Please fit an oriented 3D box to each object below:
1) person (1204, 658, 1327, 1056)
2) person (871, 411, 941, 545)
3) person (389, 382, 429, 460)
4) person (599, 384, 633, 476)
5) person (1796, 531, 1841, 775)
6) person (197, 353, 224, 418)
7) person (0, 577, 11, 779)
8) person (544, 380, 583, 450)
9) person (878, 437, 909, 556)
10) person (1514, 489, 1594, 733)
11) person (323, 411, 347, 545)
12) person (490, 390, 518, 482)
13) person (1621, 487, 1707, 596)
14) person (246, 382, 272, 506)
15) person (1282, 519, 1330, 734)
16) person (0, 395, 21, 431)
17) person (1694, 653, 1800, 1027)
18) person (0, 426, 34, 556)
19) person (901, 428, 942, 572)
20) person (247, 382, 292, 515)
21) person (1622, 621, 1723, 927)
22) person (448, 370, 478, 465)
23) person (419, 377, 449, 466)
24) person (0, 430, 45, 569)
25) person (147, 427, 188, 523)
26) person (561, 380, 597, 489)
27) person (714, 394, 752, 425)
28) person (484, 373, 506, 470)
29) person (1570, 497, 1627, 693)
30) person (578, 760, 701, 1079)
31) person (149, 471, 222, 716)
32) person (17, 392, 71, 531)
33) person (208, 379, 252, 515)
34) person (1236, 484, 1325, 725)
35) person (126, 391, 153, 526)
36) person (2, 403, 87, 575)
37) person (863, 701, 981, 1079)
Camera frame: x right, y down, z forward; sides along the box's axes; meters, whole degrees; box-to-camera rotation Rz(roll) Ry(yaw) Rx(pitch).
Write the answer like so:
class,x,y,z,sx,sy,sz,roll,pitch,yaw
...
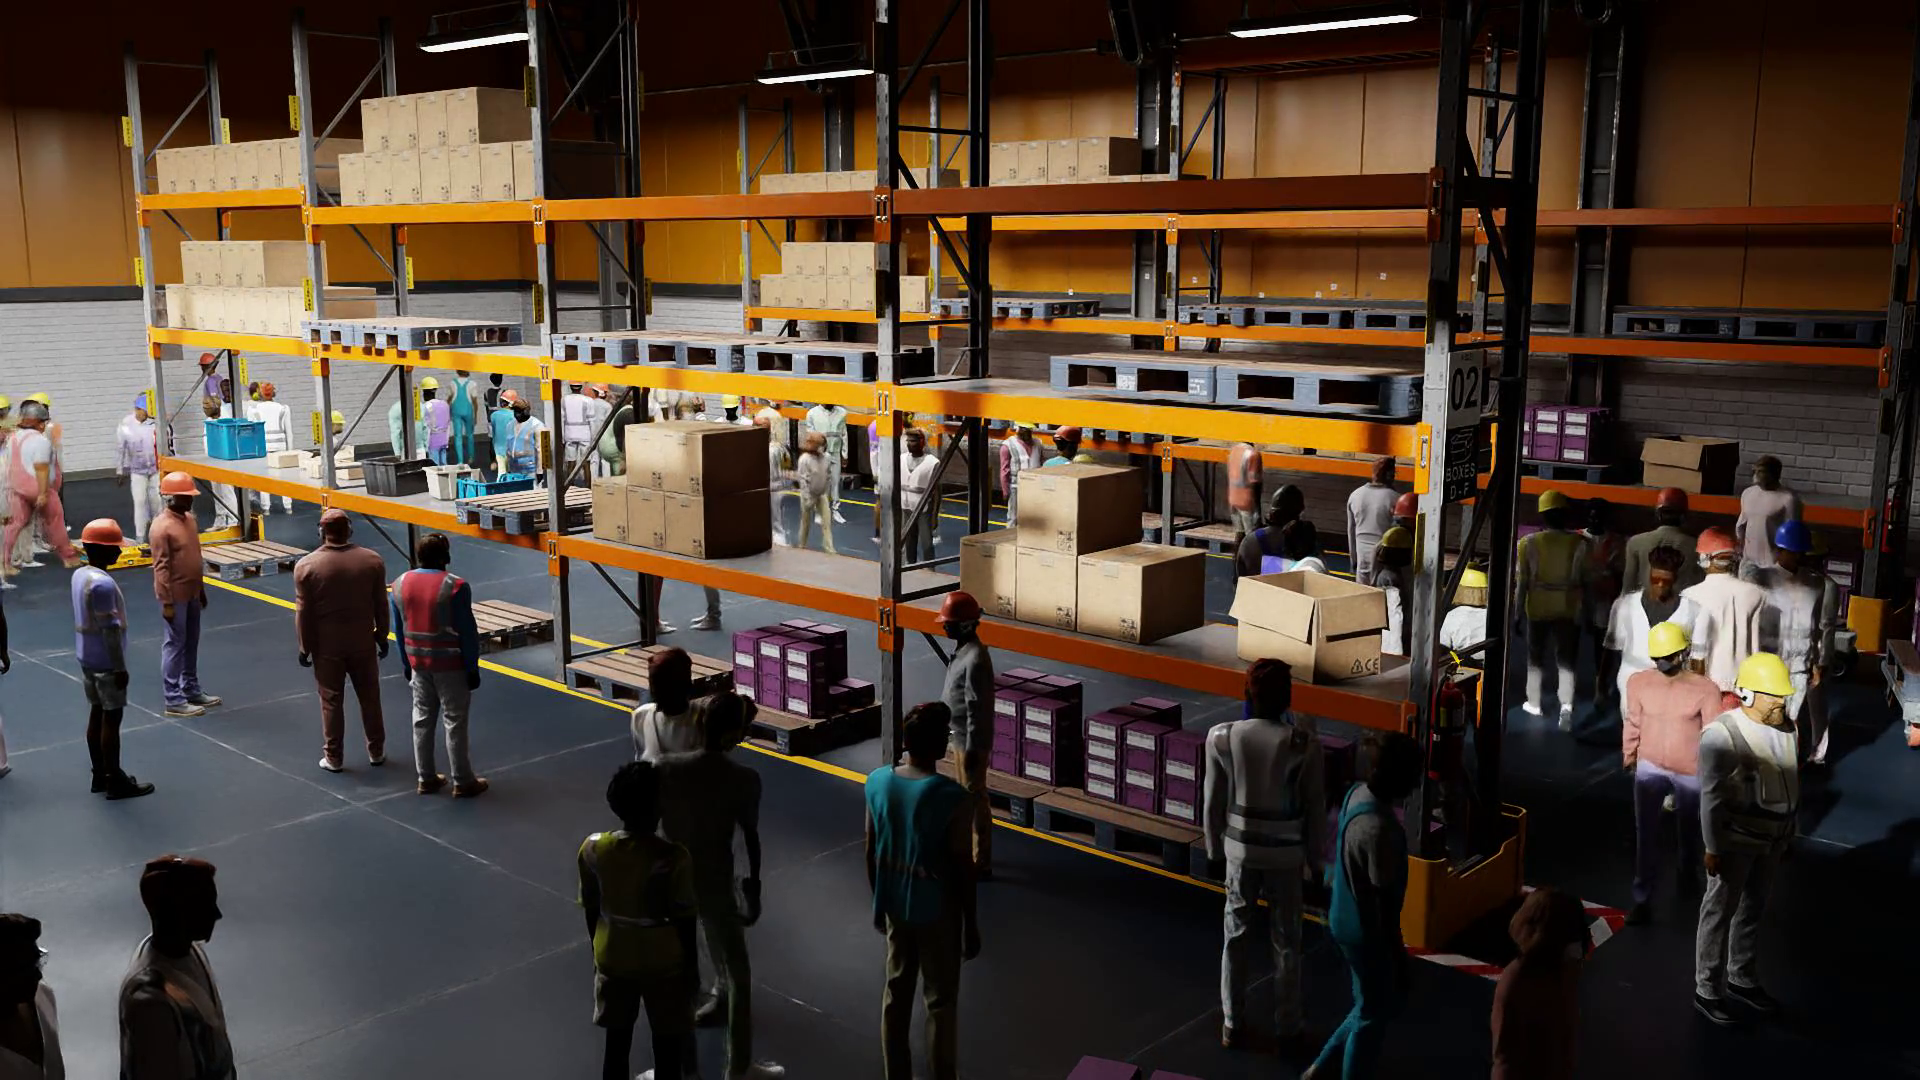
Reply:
class,x,y,z,sx,sy,sz,roll,pitch,yaw
person,1.427,1.475,7.789,0.572,1.886,0.355,4,11,23
person,-0.634,-0.785,20.791,0.975,1.809,0.497,-7,12,-35
person,-7.613,-1.245,23.055,0.378,1.931,0.629,5,11,26
person,-4.501,-1.122,22.037,0.536,2.000,0.688,-2,10,-13
person,6.070,0.804,11.950,0.337,1.757,0.518,-2,10,-10
person,-12.205,-2.033,27.180,0.393,2.041,0.614,-2,10,-13
person,-7.000,0.807,11.675,0.573,1.844,0.376,-7,12,-33
person,-6.619,-2.071,27.792,0.661,1.907,0.400,-4,11,-22
person,-0.763,-0.666,20.351,0.660,1.730,0.386,-10,14,-43
person,4.674,0.544,13.083,0.612,1.878,0.889,2,10,8
person,-7.830,-0.753,20.832,0.361,1.734,0.486,-5,11,-24
person,-6.438,-1.282,23.797,0.573,1.738,0.352,5,11,28
person,5.389,0.583,12.723,0.627,1.956,0.983,8,13,37
person,-10.186,-1.382,24.105,0.615,1.831,0.440,3,10,17
person,2.471,0.754,12.040,0.429,1.834,0.627,2,10,13
person,-13.028,-1.102,22.732,0.533,1.755,0.360,0,10,0
person,3.860,1.443,8.120,0.588,1.834,0.403,-5,11,-27
person,-11.607,-0.593,20.291,0.513,1.596,0.727,-9,13,-41
person,-0.440,-0.295,17.907,0.564,1.847,0.395,7,12,36
person,-9.709,-1.284,23.437,0.575,1.877,0.343,-5,11,-25
person,4.075,1.268,9.478,0.576,1.704,0.944,7,12,33
person,-8.519,-2.143,28.555,0.522,1.793,1.005,-2,10,-10
person,-7.493,-1.354,23.666,0.382,1.924,0.594,3,11,18
person,-11.043,-0.474,19.535,0.523,1.631,0.317,5,11,25
person,-10.822,-0.999,22.563,0.697,1.607,0.539,6,12,30
person,-5.613,-1.504,24.475,0.547,1.942,0.344,1,10,3
person,-2.906,-0.942,21.367,0.583,1.921,0.394,-1,10,-4
person,-7.753,-2.000,27.969,0.541,1.697,0.315,6,12,31
person,5.332,0.467,14.049,0.529,1.689,0.322,4,11,20
person,-1.304,1.735,6.850,0.535,1.700,0.318,3,11,17
person,-6.268,0.429,13.426,0.407,1.987,0.615,0,10,1
person,-11.967,-0.974,21.639,0.581,1.894,0.850,-1,10,-3
person,-10.296,-1.323,23.518,0.597,1.916,0.371,-6,11,-29
person,2.418,0.579,12.419,0.685,2.000,0.536,7,12,33
person,-11.032,-1.114,22.616,0.516,1.816,0.838,-3,11,-18
person,-10.745,-0.625,19.224,0.686,2.000,1.078,5,11,25
person,-0.169,1.605,7.160,0.563,1.847,0.392,7,12,36
